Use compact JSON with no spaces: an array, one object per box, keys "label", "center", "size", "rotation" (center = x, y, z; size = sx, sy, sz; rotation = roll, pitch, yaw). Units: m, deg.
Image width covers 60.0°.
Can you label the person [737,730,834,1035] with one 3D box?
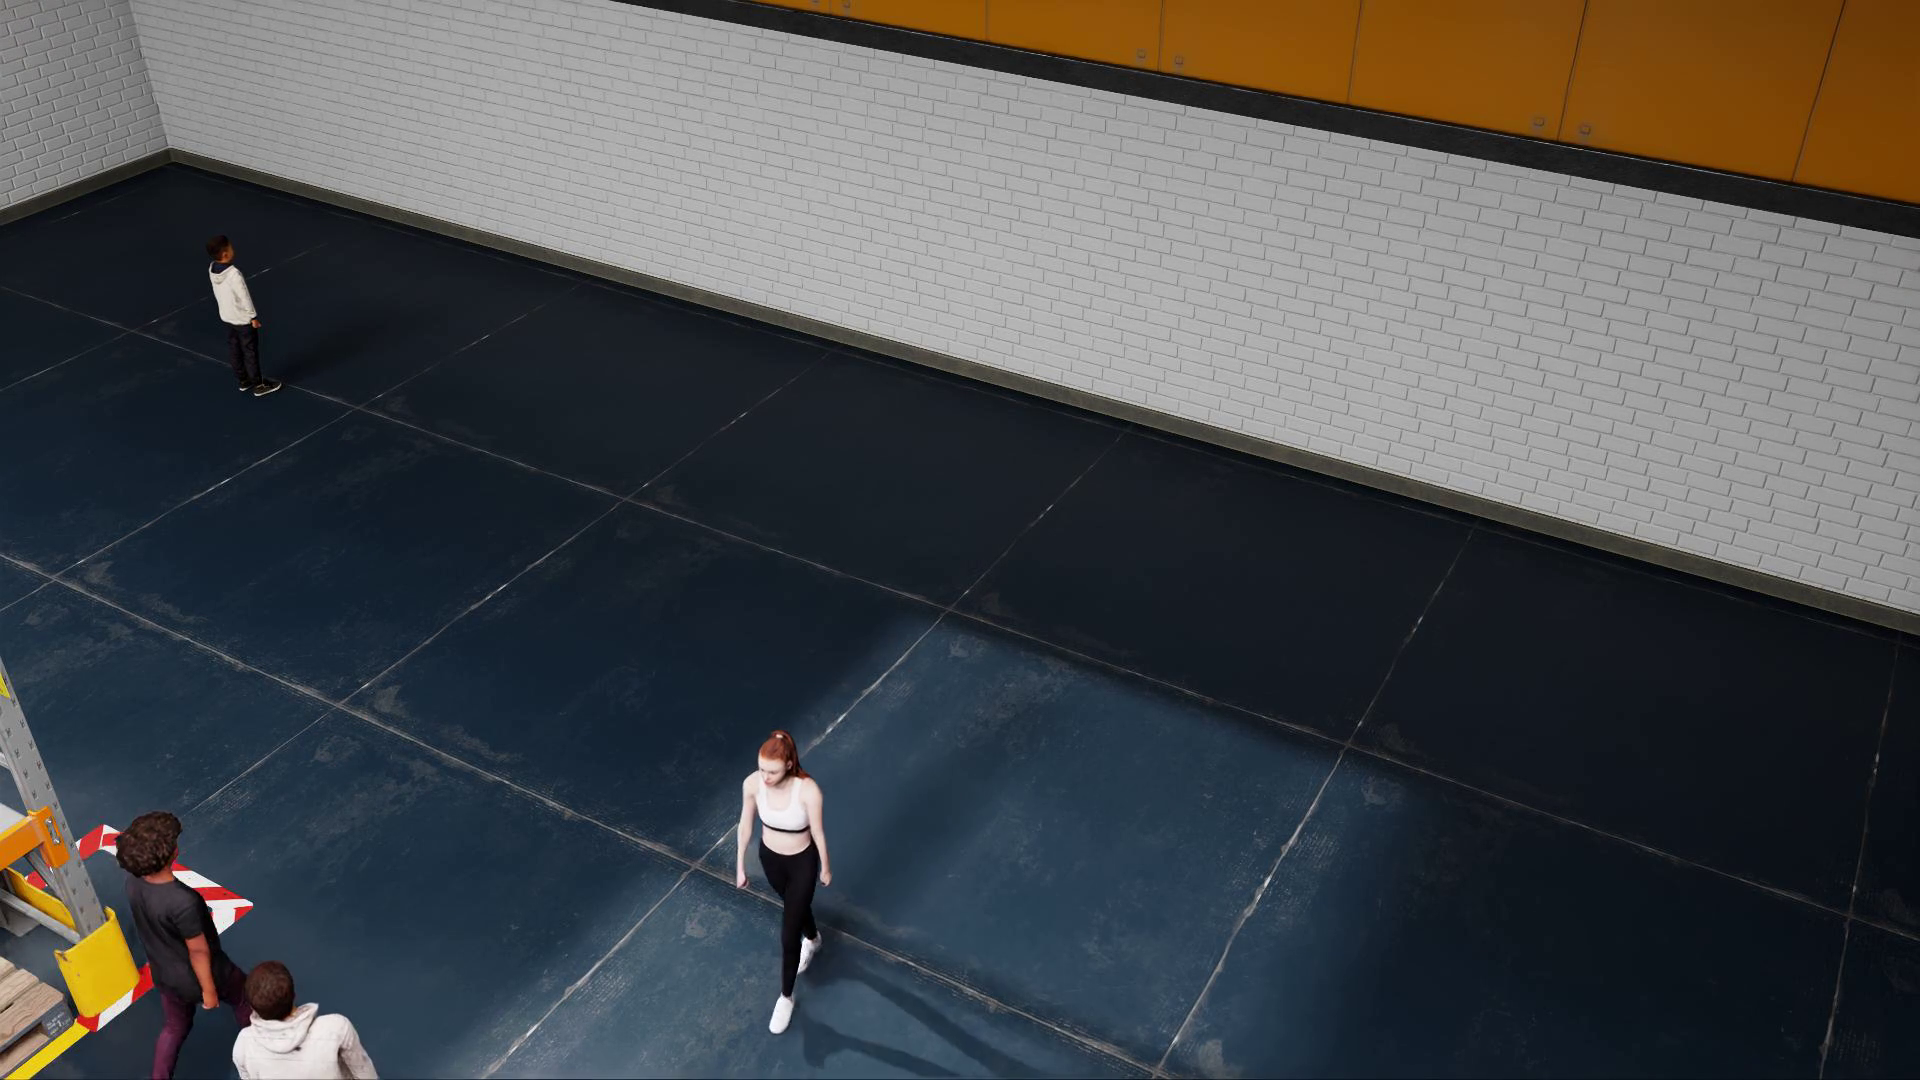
[{"label":"person","center":[-0.862,1.651,8.776],"size":[0.734,1.719,1.015],"rotation":[11,35,16]}]

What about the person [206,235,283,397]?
[{"label":"person","center":[-6.279,-1.951,14.434],"size":[0.585,1.454,0.511],"rotation":[19,38,26]}]

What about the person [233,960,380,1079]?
[{"label":"person","center":[-2.777,2.597,7.245],"size":[1.044,1.838,1.117],"rotation":[-7,34,-11]}]

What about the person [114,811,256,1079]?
[{"label":"person","center":[-3.802,2.107,8.060],"size":[0.713,1.752,1.122],"rotation":[13,36,18]}]
